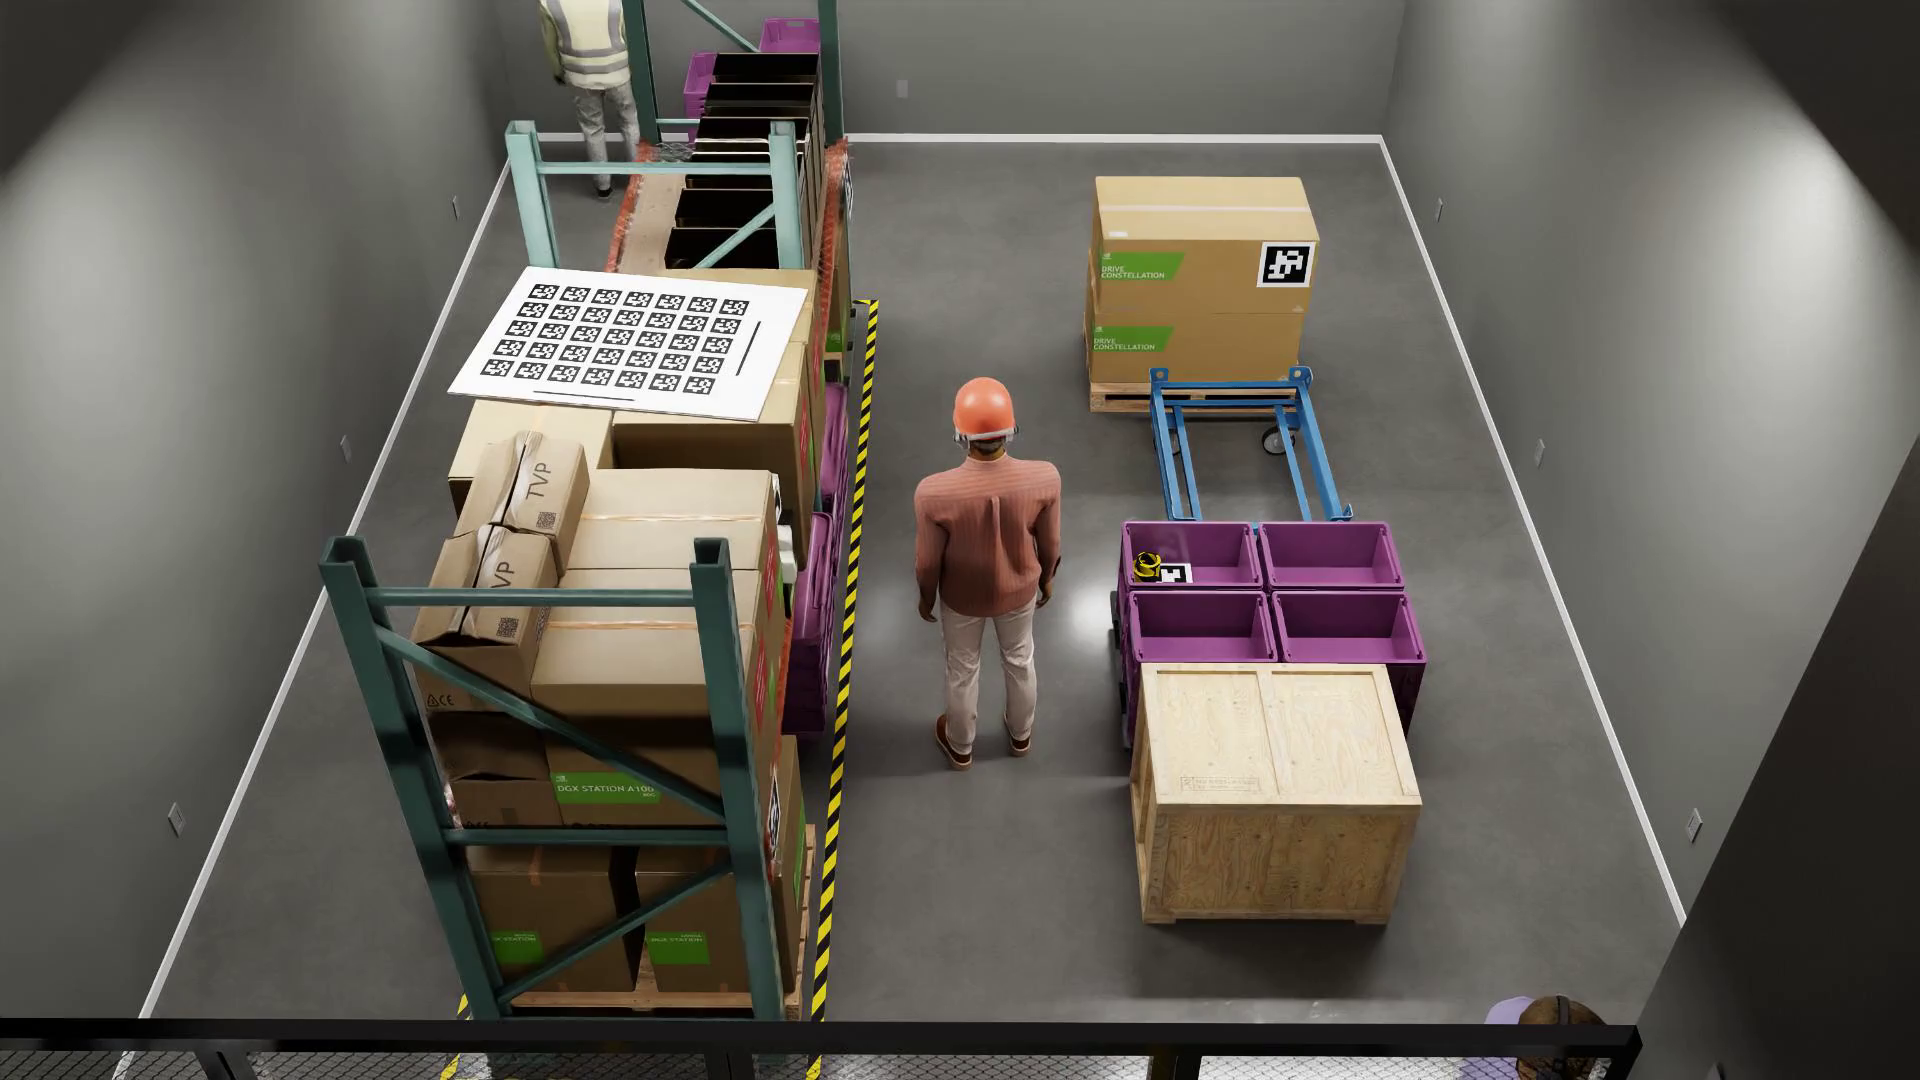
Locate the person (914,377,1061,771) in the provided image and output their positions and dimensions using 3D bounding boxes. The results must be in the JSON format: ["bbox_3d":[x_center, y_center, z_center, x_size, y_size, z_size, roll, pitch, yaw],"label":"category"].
[{"bbox_3d":[0.110,0.175,6.873,0.611,1.994,0.379,-10,42,-11],"label":"person"}]

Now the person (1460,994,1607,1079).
[{"bbox_3d":[1.543,1.937,4.904,0.352,1.938,0.635,11,42,12],"label":"person"}]

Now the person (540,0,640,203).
[{"bbox_3d":[-2.310,-2.997,10.616,0.612,1.829,0.419,-5,41,-5],"label":"person"}]
